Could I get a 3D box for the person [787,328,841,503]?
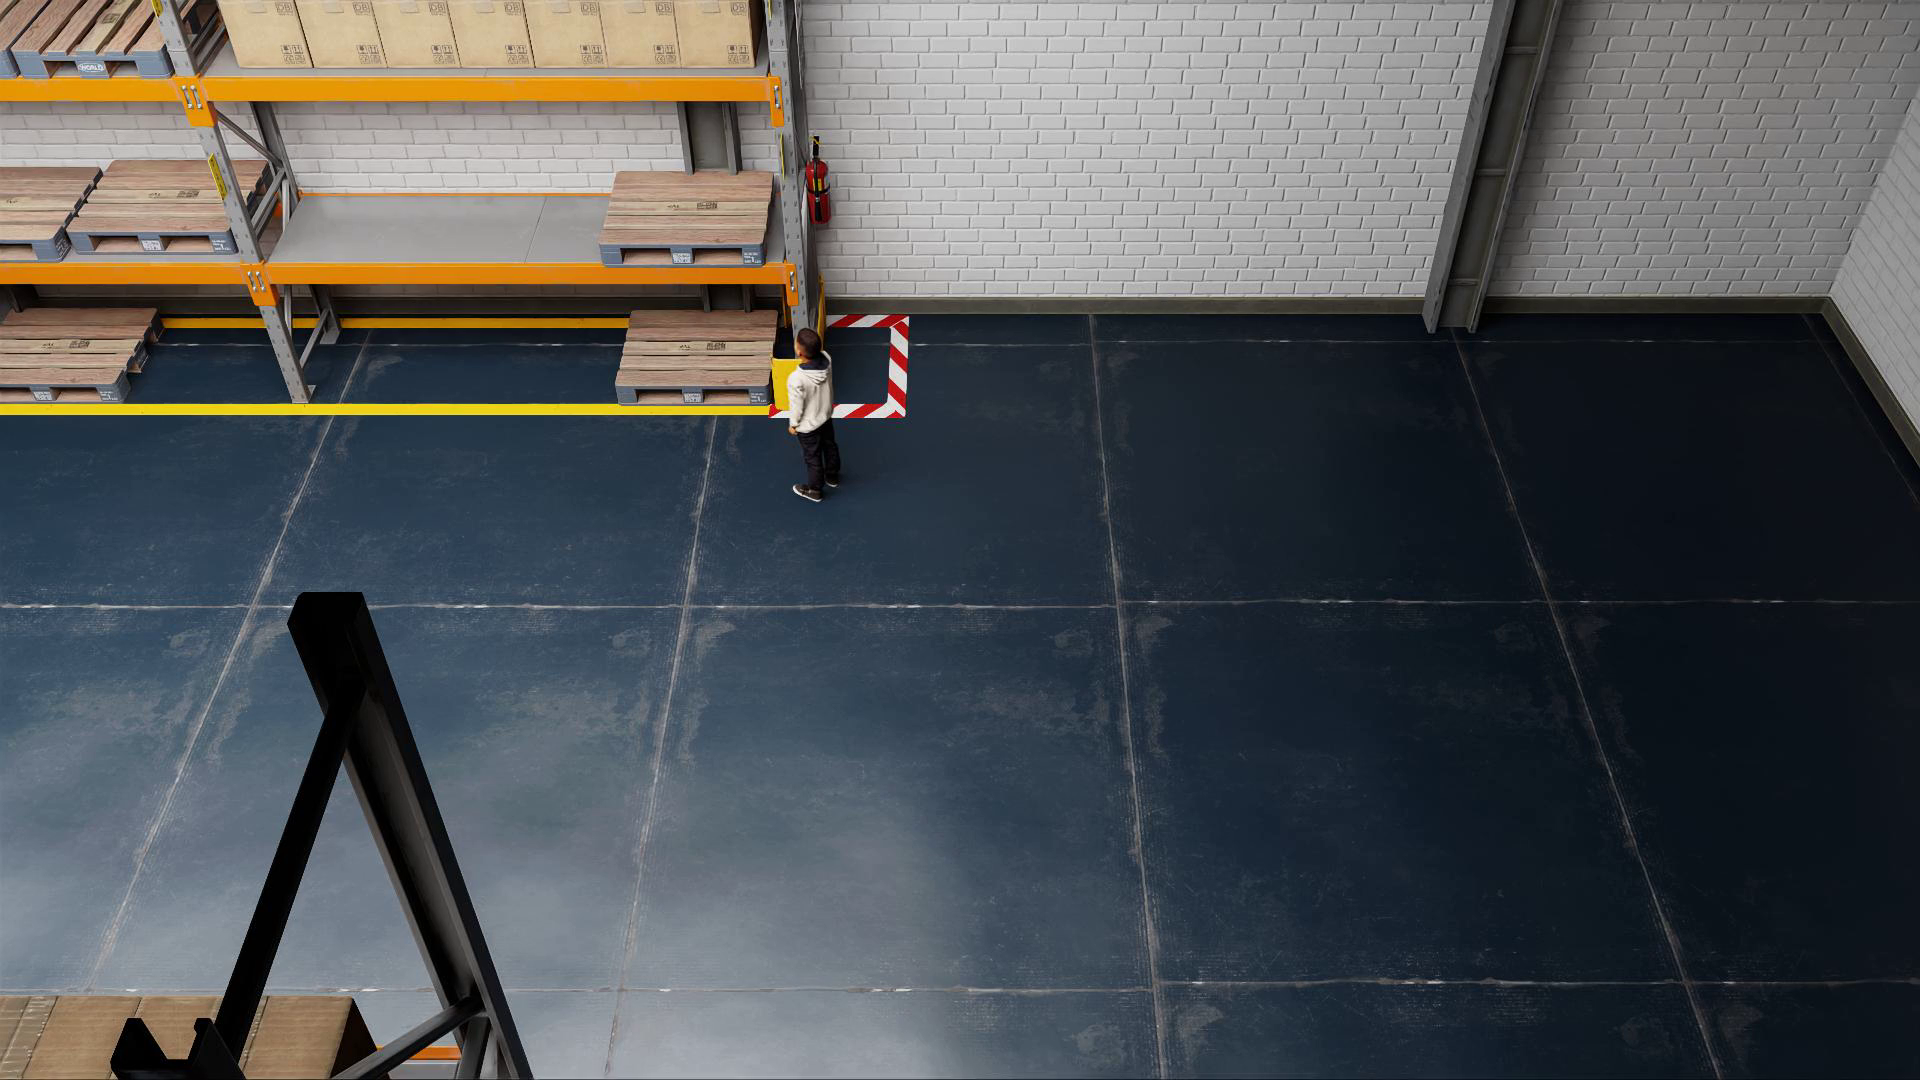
[{"bbox_3d":[-1.040,-0.903,11.891,0.696,1.455,0.662,27,50,25],"label":"person"}]
